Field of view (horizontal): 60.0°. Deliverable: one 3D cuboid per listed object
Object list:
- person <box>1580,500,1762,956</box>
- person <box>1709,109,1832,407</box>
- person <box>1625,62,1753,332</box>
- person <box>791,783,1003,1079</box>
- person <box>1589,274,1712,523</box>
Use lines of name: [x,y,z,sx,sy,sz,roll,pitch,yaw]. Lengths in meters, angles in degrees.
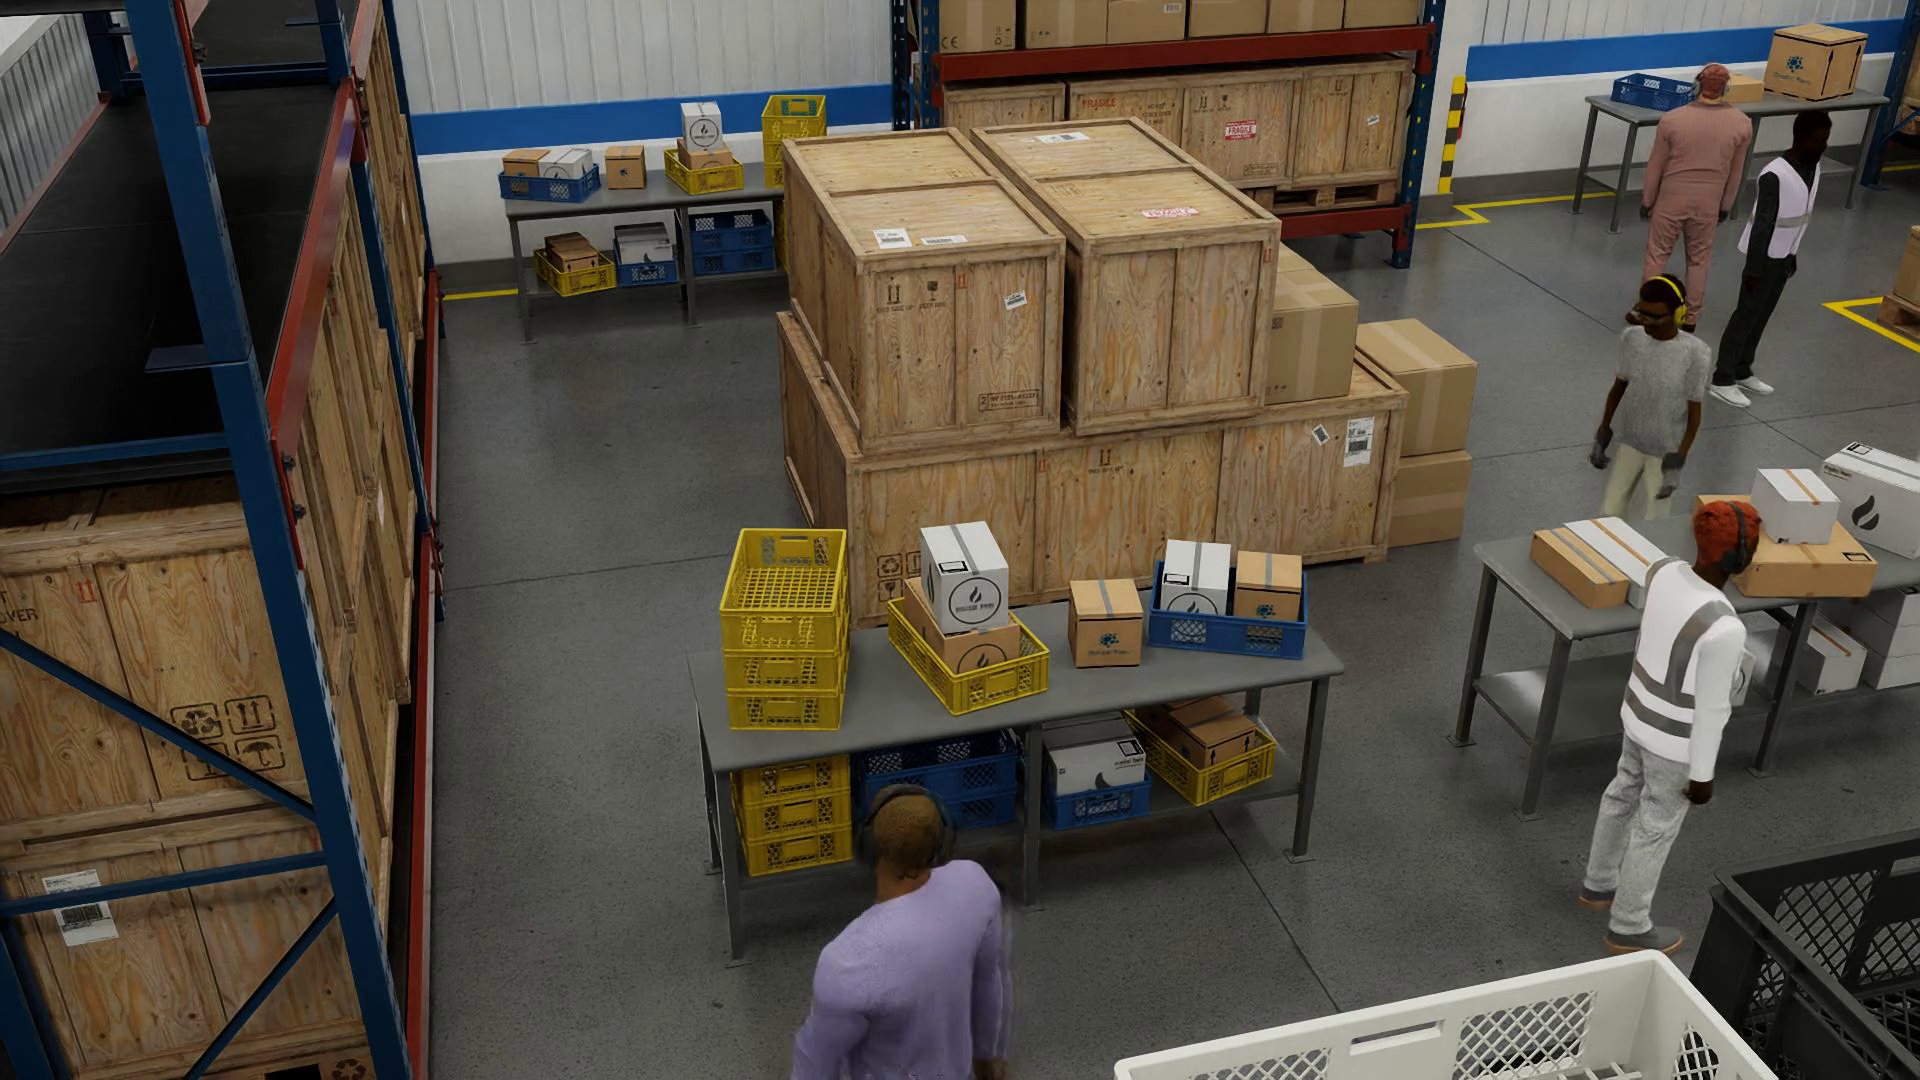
person: [2.633,0.702,6.170,0.354,1.876,0.577,-2,29,-3]
person: [5.211,-1.823,10.705,0.597,1.914,0.371,-23,36,-36]
person: [5.167,-2.423,11.818,0.643,1.899,0.396,4,29,7]
person: [-0.230,1.488,4.719,0.895,1.884,0.629,17,33,28]
person: [3.416,-0.449,8.279,0.470,1.846,0.598,-16,33,-27]
